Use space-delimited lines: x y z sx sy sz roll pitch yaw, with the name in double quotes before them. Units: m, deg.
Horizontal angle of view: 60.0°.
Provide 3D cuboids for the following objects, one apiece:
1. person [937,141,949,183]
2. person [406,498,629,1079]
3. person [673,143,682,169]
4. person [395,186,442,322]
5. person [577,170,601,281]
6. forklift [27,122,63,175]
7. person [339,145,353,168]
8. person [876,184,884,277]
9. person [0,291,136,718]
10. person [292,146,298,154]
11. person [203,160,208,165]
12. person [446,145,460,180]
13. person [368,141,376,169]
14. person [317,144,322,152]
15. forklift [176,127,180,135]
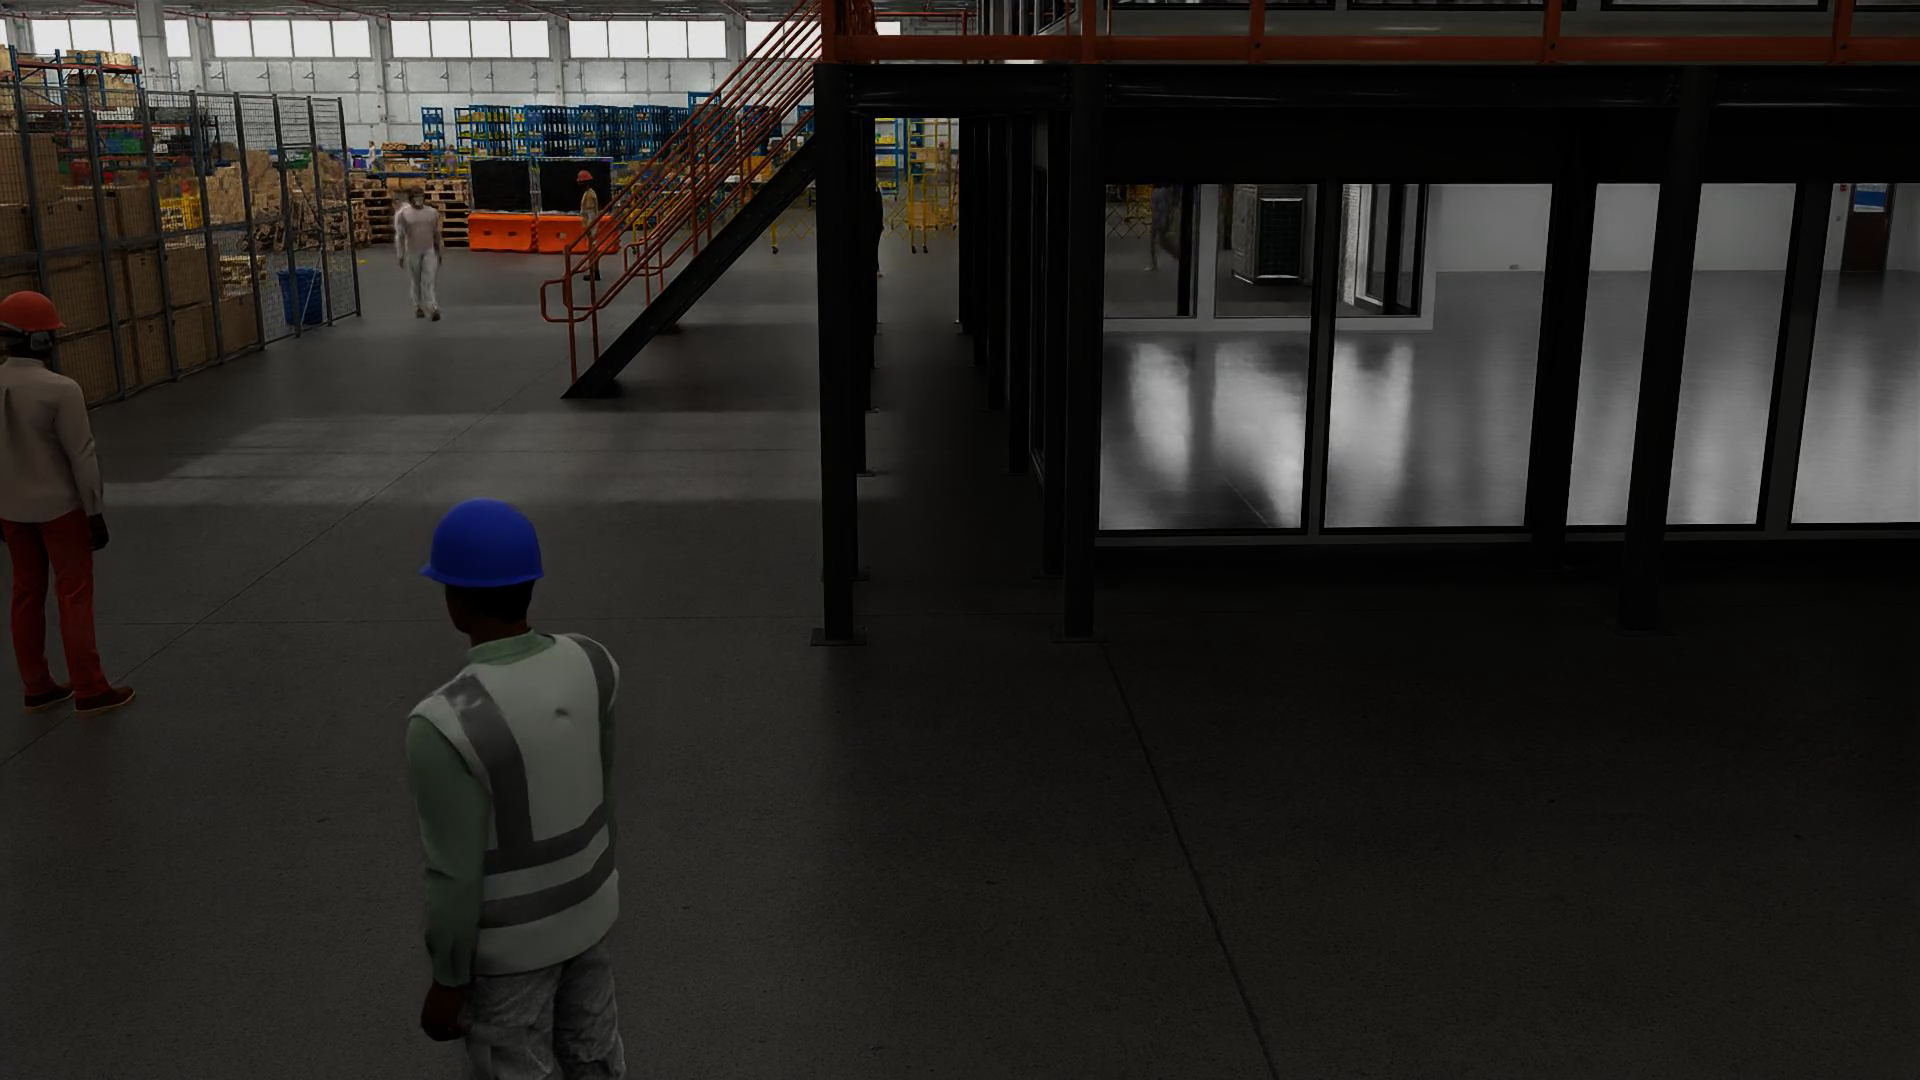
"person" -0.804 -17.761 78.206 0.622 1.956 0.981 8 16 28
"person" -0.995 0.861 3.779 0.404 1.948 0.605 7 16 25
"person" -14.123 -18.973 83.338 0.410 1.806 0.608 7 16 26
"person" -7.647 -4.048 23.544 0.654 1.883 1.048 -7 16 -27
"person" -6.606 -5.585 29.571 0.364 1.933 0.552 -2 14 -9
"forklift" -35.376 -14.773 64.377 1.129 2.768 1.873 -1 14 -2
"person" -27.426 -16.756 74.427 0.590 1.833 0.404 1 14 6
"person" -1.644 -5.776 30.122 0.684 2.000 0.538 -9 17 -32
"person" -4.250 -0.157 7.755 0.621 1.992 0.397 3 14 13
"person" -34.639 -19.733 86.578 0.884 1.695 0.511 -2 14 -7
"person" -30.474 -14.839 67.042 0.319 1.697 0.532 4 15 14
"person" -22.846 -16.888 74.975 0.642 1.817 0.605 12 19 41
"person" -29.832 -19.298 84.440 0.402 1.906 0.652 -4 15 -17
"person" -25.823 -15.031 67.333 0.498 1.927 0.629 -1 14 -3
"forklift" -36.093 -17.788 76.430 1.873 2.768 1.129 0 14 -2
